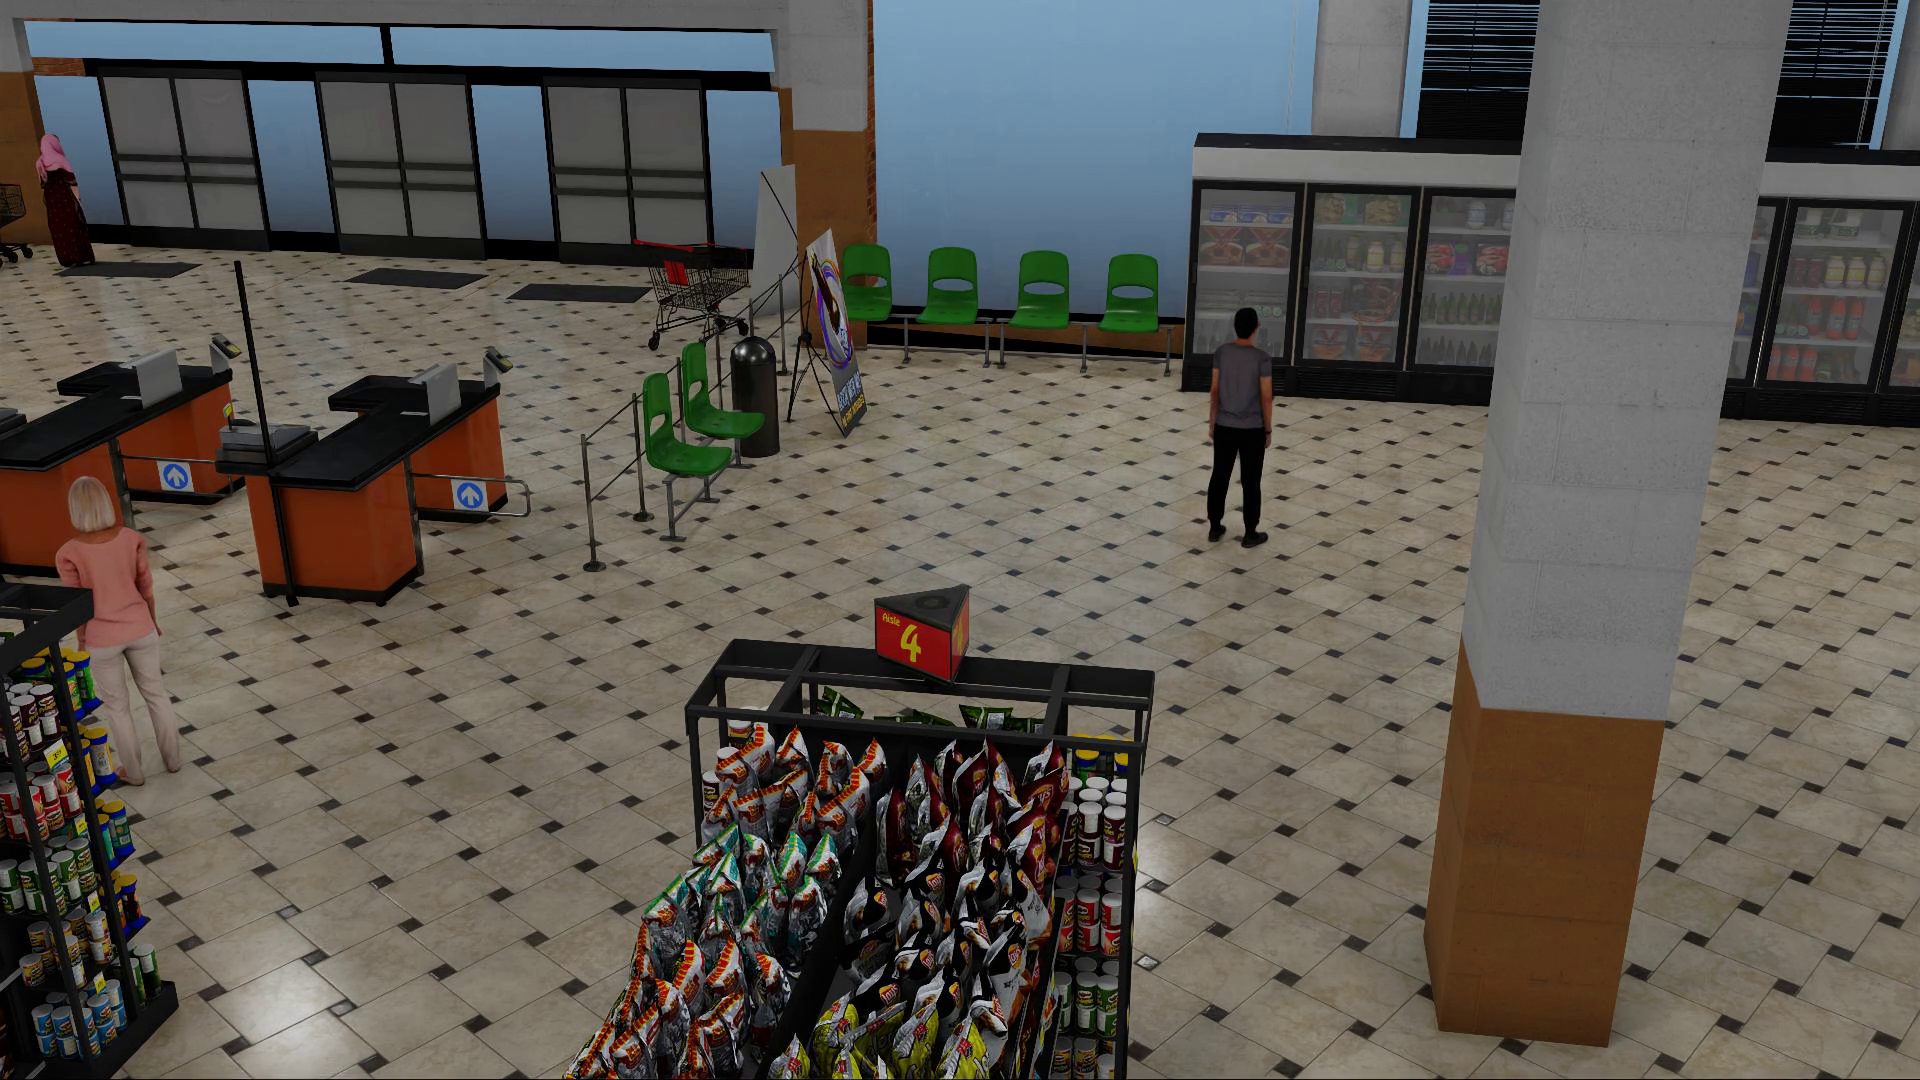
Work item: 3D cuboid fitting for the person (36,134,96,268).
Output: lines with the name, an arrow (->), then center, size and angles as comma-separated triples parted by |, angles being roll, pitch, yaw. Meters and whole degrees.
person -> -11.130, -4.209, 20.618 | 0.649, 1.639, 0.575 | 4, 22, 10

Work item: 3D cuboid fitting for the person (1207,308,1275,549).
person -> 2.021, -0.821, 12.032 | 0.690, 1.754, 0.653 | 13, 25, 29

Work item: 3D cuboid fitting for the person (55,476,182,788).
person -> -4.473, 0.482, 8.828 | 0.742, 1.724, 0.643 | 20, 29, 40
